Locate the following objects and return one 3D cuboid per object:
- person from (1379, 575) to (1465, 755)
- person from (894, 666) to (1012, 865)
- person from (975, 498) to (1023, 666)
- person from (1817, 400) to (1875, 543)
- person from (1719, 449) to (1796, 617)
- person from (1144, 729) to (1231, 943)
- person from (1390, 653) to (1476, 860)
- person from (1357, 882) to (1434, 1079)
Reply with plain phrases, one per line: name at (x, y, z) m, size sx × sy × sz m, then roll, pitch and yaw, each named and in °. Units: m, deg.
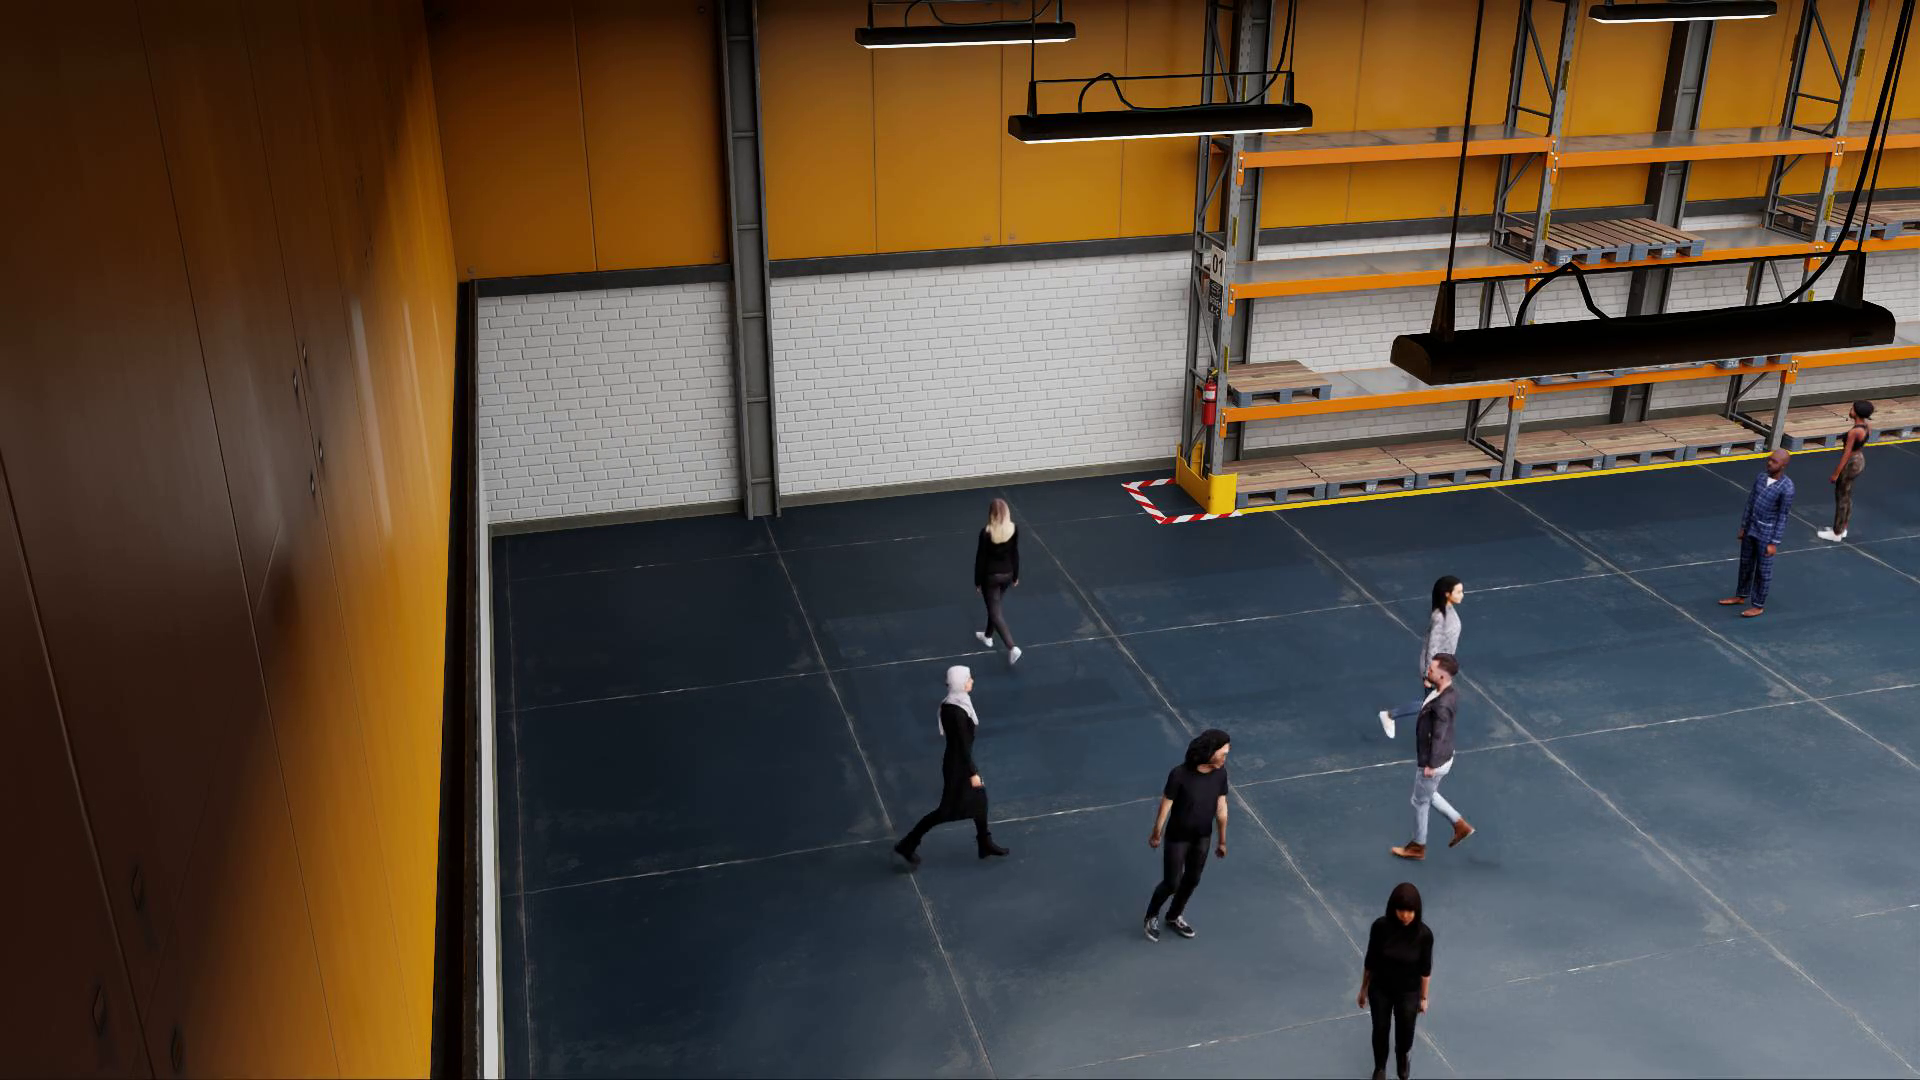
person at (4.135, 1.092, 14.712) m, size 1.017 × 1.719 × 0.953 m, roll 13°, pitch 27°, yaw 27°
person at (-0.107, 1.822, 13.018) m, size 1.222 × 1.738 × 0.805 m, roll 0°, pitch 24°, yaw 0°
person at (0.398, 0.431, 16.308) m, size 1.116 × 1.653 × 0.864 m, roll -13°, pitch 27°, yaw -26°
person at (10.206, -0.793, 19.053) m, size 0.620 × 1.697 × 0.731 m, roll -19°, pitch 30°, yaw -37°
person at (8.360, -0.102, 17.319) m, size 0.632 × 1.820 × 0.682 m, roll -9°, pitch 25°, yaw -20°
person at (1.632, 2.138, 12.225) m, size 0.639 × 1.794 × 0.807 m, roll -3°, pitch 24°, yaw -7°
person at (3.815, 1.737, 13.109) m, size 1.003 × 1.822 × 0.909 m, roll 8°, pitch 25°, yaw 17°
person at (2.825, 2.862, 10.776) m, size 0.734 × 1.630 × 0.796 m, roll 9°, pitch 25°, yaw 20°
